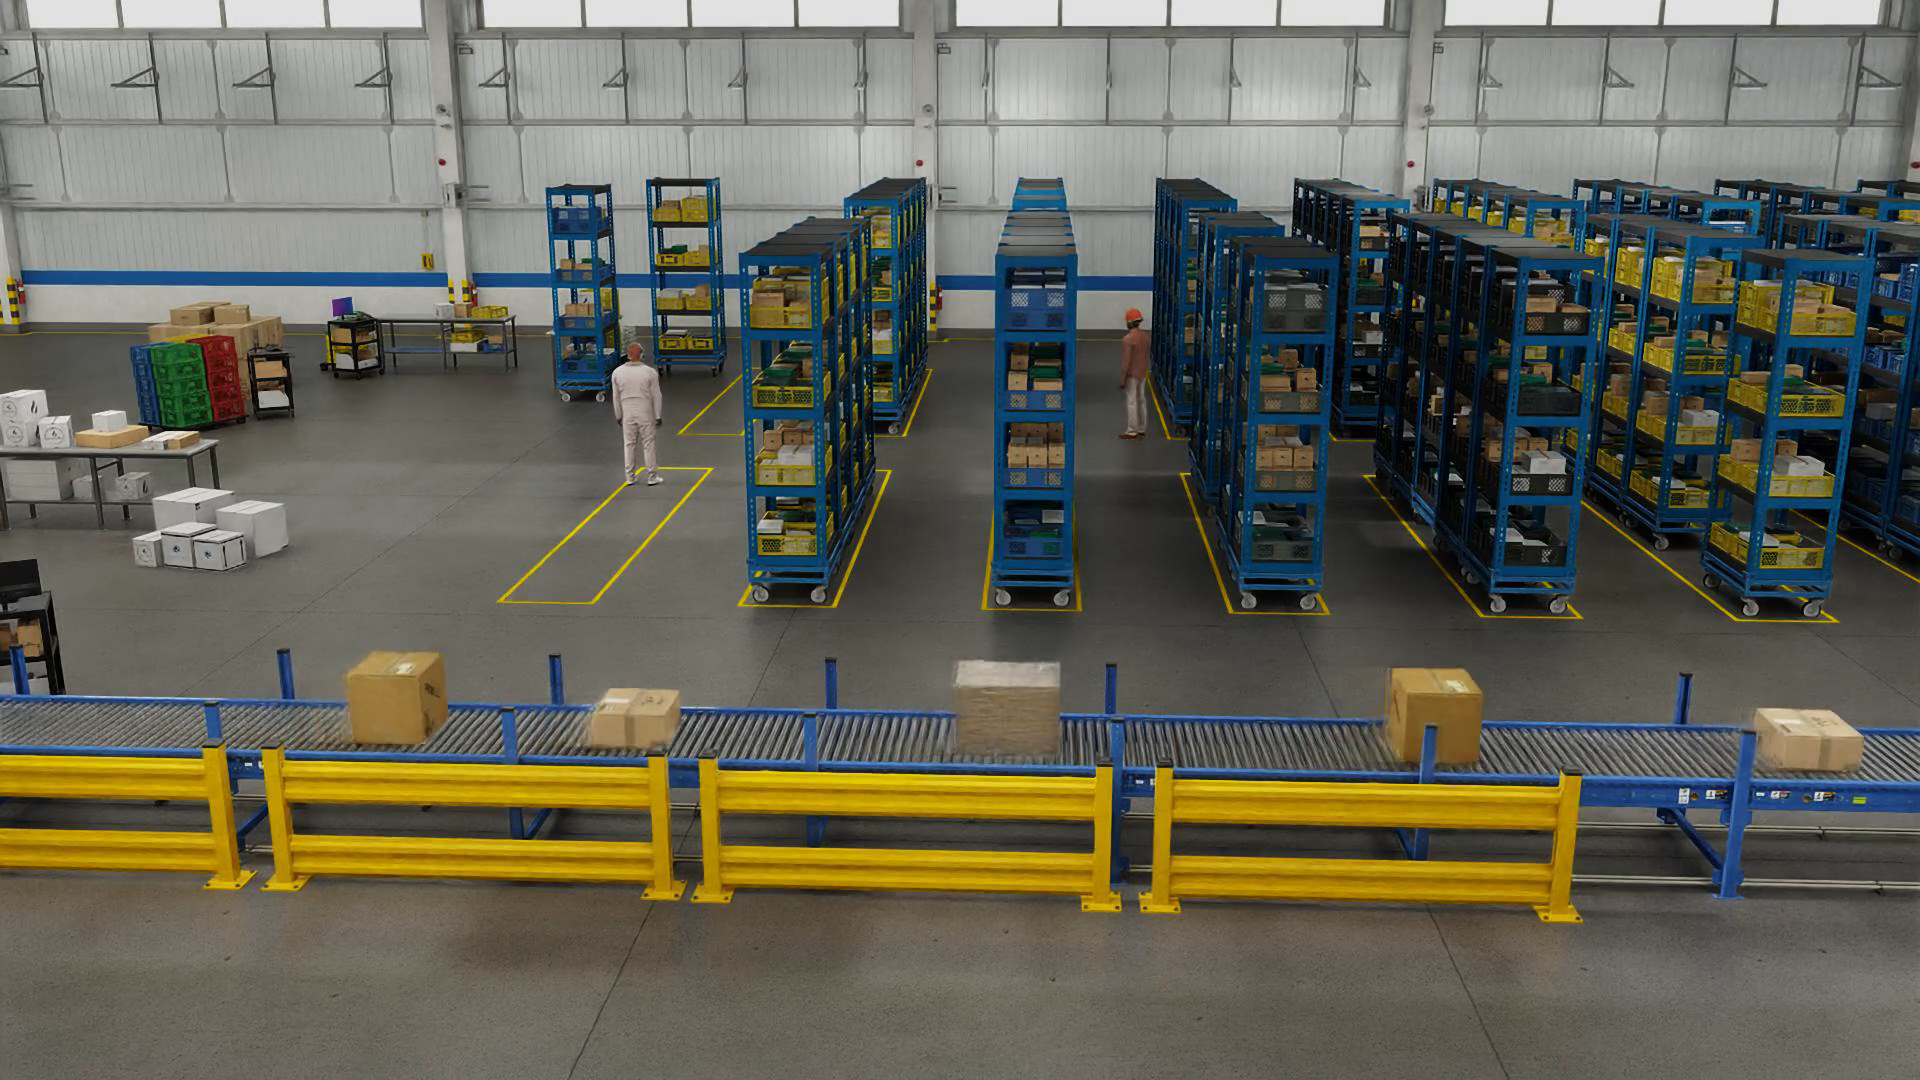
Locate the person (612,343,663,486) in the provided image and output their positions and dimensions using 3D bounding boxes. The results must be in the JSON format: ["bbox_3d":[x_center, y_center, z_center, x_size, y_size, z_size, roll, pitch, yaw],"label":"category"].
[{"bbox_3d":[-4.266,-1.669,22.121,0.655,1.906,0.407,2,15,7],"label":"person"}]

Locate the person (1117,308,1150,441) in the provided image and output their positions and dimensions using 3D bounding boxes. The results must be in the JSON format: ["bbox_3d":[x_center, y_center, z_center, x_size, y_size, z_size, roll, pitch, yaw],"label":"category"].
[{"bbox_3d":[2.600,-2.480,24.962,0.390,1.995,0.613,13,20,39],"label":"person"}]
